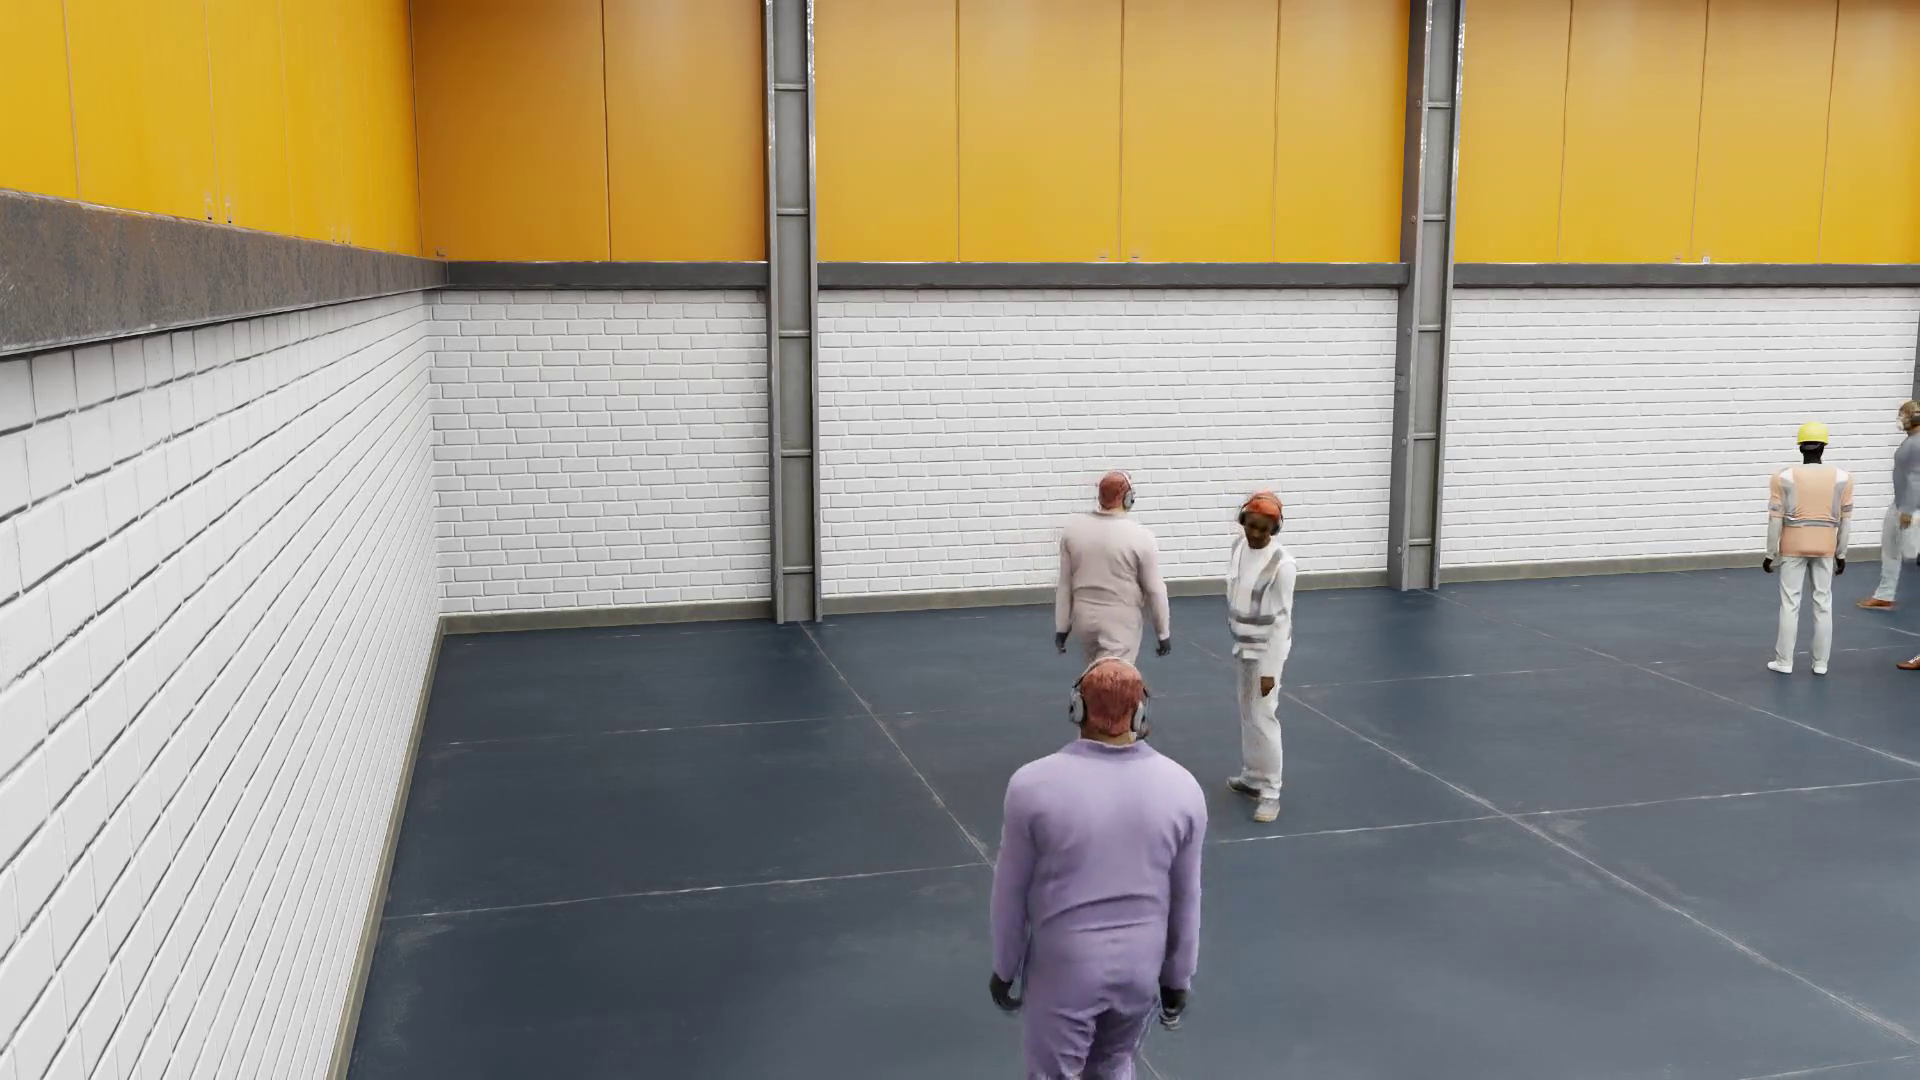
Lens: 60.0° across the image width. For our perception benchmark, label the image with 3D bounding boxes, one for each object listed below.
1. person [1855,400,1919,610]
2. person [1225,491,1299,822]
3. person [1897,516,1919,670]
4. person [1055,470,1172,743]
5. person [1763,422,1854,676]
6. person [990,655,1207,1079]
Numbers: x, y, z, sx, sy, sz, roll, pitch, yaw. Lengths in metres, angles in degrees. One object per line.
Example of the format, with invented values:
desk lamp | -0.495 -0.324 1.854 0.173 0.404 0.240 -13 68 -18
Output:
person | 8.546 -0.286 14.790 0.809 1.920 0.627 3 10 19
person | 1.650 0.627 9.344 0.358 1.855 0.745 -3 10 -17
person | 7.375 0.096 12.439 0.407 1.906 0.655 -1 9 -4
person | 0.959 0.507 10.036 0.680 1.854 0.991 8 12 39
person | 6.382 0.072 12.552 0.584 1.919 0.382 2 9 12
person | 0.432 1.297 5.032 0.648 1.877 0.723 -3 9 -16
